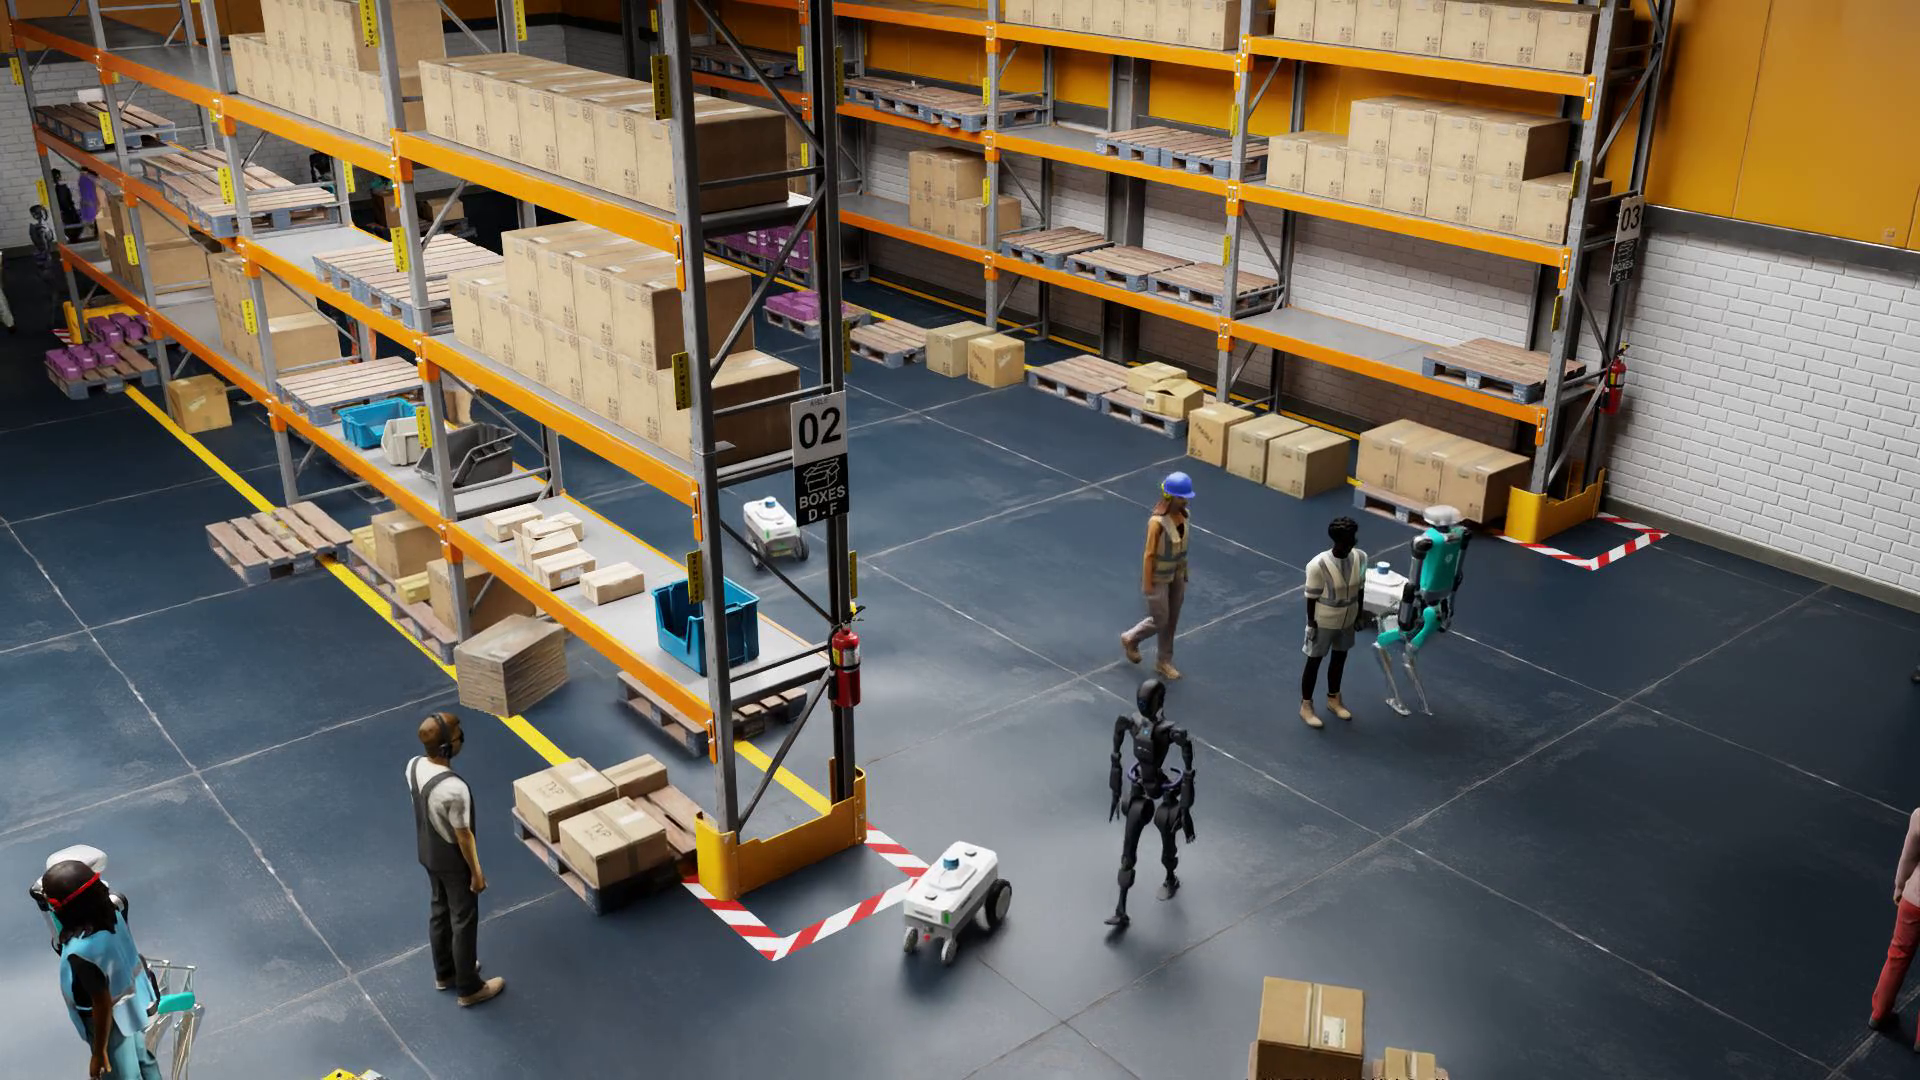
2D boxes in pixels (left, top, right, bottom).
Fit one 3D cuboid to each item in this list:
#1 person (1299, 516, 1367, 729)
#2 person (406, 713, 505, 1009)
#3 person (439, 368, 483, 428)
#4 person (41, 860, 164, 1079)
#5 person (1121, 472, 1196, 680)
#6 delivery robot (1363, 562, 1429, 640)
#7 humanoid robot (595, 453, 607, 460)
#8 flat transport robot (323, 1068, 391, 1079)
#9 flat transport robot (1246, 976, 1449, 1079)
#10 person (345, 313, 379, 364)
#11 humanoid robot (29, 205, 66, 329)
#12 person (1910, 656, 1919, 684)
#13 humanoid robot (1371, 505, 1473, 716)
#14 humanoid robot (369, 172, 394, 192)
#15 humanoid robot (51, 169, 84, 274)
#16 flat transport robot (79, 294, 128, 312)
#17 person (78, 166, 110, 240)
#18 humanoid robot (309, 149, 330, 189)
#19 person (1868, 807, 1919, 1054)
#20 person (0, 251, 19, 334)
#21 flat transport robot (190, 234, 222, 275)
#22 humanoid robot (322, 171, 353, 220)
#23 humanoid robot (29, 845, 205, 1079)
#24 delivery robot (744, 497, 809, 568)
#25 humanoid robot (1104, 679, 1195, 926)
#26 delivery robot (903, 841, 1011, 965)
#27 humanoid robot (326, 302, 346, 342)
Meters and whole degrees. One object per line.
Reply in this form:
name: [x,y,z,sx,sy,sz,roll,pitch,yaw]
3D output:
person: [2.796,0.599,12.459,0.533,1.693,0.320,-10,25,-22]
person: [-2.894,1.817,9.467,0.507,1.838,0.335,19,30,37]
person: [-5.331,-1.634,17.569,0.602,1.731,0.387,10,25,21]
person: [-4.142,2.367,8.147,0.375,1.865,0.532,-5,24,-12]
person: [1.588,0.270,13.111,0.504,1.764,0.505,-19,30,-38]
delivery robot: [3.599,0.491,14.165,0.805,0.609,0.499,14,27,30]
humanoid robot: [-3.682,-1.582,17.568,0.602,1.626,0.754,-16,28,-32]
flat transport robot: [-2.920,3.116,8.427,1.431,0.231,0.659,13,27,28]
flat transport robot: [1.985,3.210,8.210,1.431,0.231,0.659,5,24,12]
person: [-7.175,-2.669,19.947,0.505,1.758,0.331,11,26,23]
humanoid robot: [-12.332,-3.682,22.414,0.385,1.639,0.606,-14,27,-30]
person: [7.814,0.264,12.950,0.546,1.926,0.388,13,27,28]
humanoid robot: [3.405,0.531,12.596,0.541,1.822,0.677,-13,26,-27]
humanoid robot: [-9.734,-6.228,28.243,1.026,1.739,0.537,13,26,27]
humanoid robot: [-13.337,-4.742,24.916,0.762,1.630,0.614,-1,23,-3]
flat transport robot: [-11.655,-3.282,23.243,1.431,0.231,0.659,-18,29,-36]
person: [-12.730,-4.777,24.639,0.565,1.903,0.475,15,27,31]
humanoid robot: [-10.373,-5.846,27.481,0.609,1.629,0.782,9,25,20]
person: [5.389,2.005,9.123,0.333,1.756,0.515,-19,30,-38]
person: [-13.089,-3.690,22.237,0.980,1.836,0.562,21,31,40]
flat transport robot: [-10.967,-3.401,23.519,1.431,0.231,0.659,0,23,1]
humanoid robot: [-9.155,-4.456,24.196,0.690,1.858,0.538,8,25,19]
humanoid robot: [-4.212,2.192,8.547,0.533,1.677,0.735,8,25,18]
delivery robot: [-1.748,-0.086,15.500,0.499,0.610,0.788,-10,25,-23]
humanoid robot: [1.183,1.605,10.203,0.596,1.628,0.775,13,26,27]
delivery robot: [-0.045,2.186,10.236,0.499,0.606,0.807,12,26,25]
humanoid robot: [-8.141,-3.378,21.706,0.567,1.641,0.615,15,28,32]
